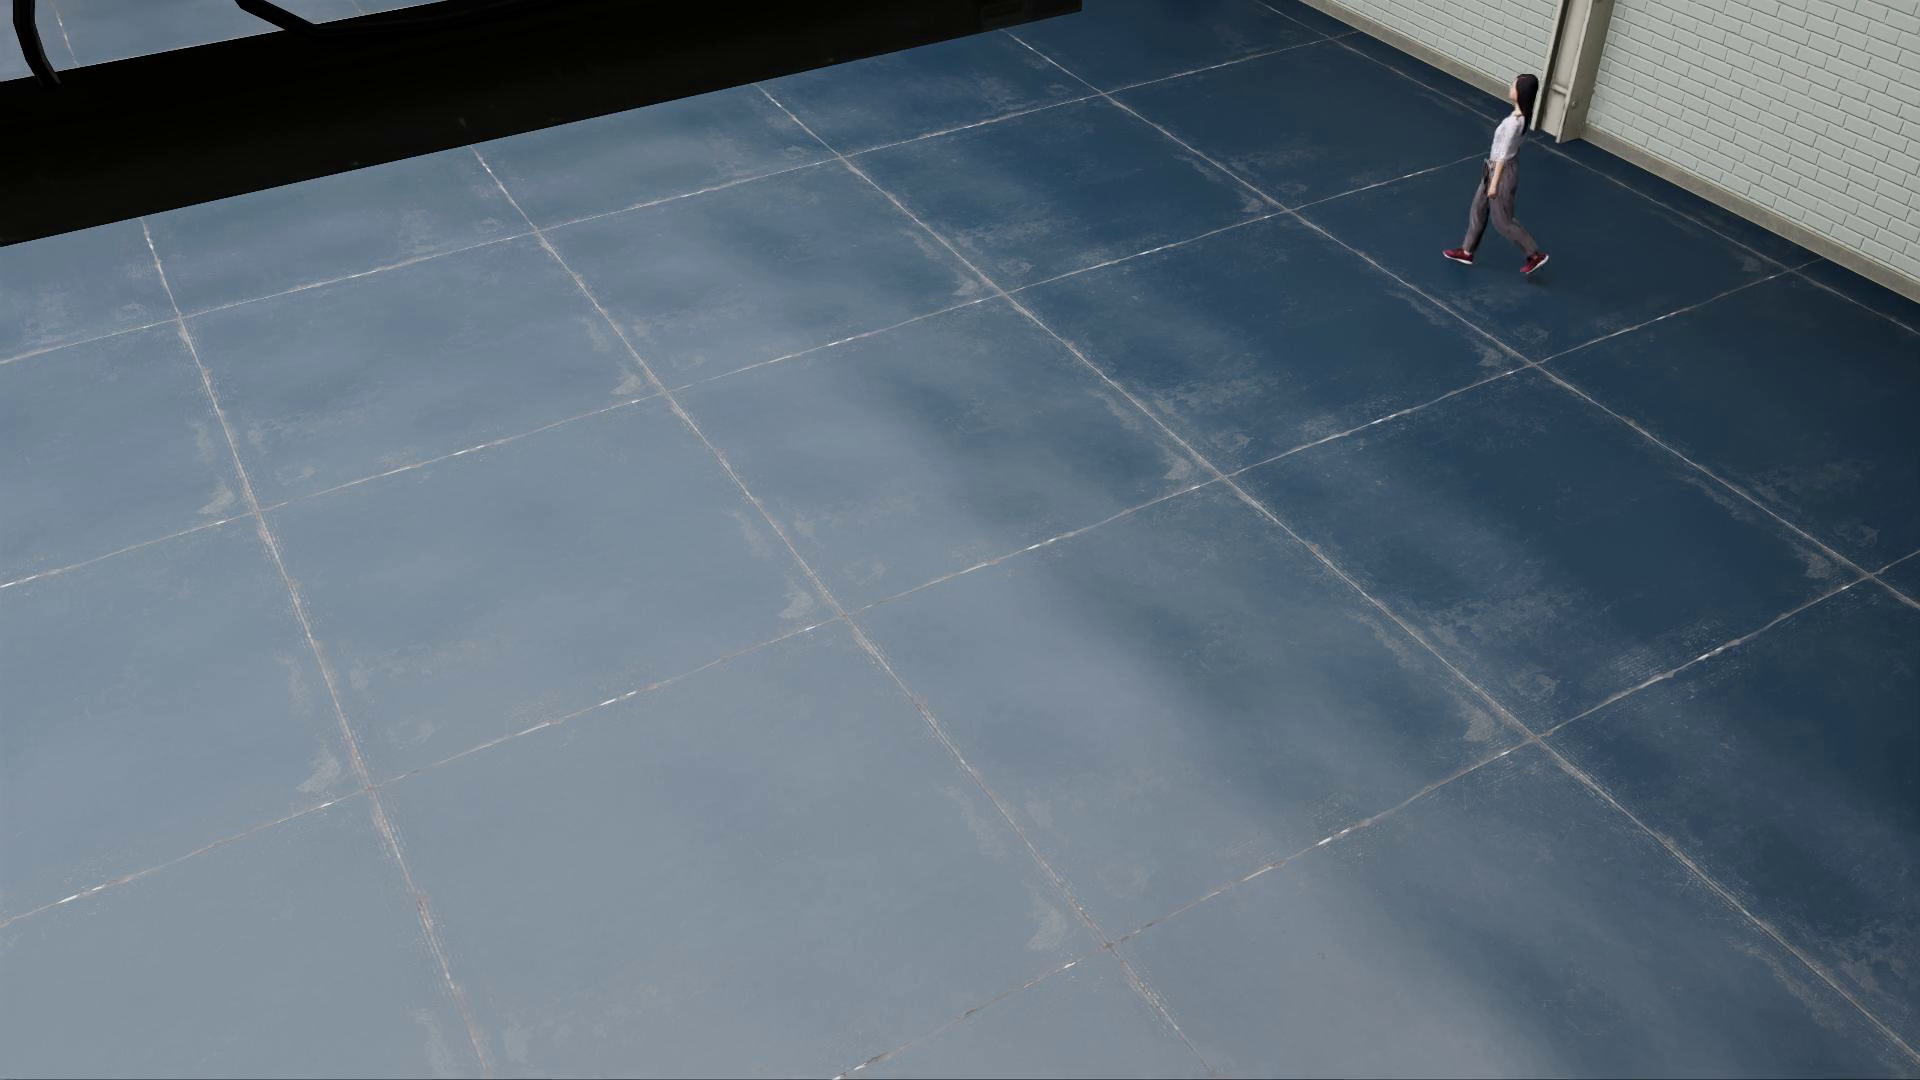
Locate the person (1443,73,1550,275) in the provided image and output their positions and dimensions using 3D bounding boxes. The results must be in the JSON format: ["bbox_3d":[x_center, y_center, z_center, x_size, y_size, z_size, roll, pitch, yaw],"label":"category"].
[{"bbox_3d":[4.521,-2.944,13.561,1.170,1.707,0.973,18,42,22],"label":"person"}]
